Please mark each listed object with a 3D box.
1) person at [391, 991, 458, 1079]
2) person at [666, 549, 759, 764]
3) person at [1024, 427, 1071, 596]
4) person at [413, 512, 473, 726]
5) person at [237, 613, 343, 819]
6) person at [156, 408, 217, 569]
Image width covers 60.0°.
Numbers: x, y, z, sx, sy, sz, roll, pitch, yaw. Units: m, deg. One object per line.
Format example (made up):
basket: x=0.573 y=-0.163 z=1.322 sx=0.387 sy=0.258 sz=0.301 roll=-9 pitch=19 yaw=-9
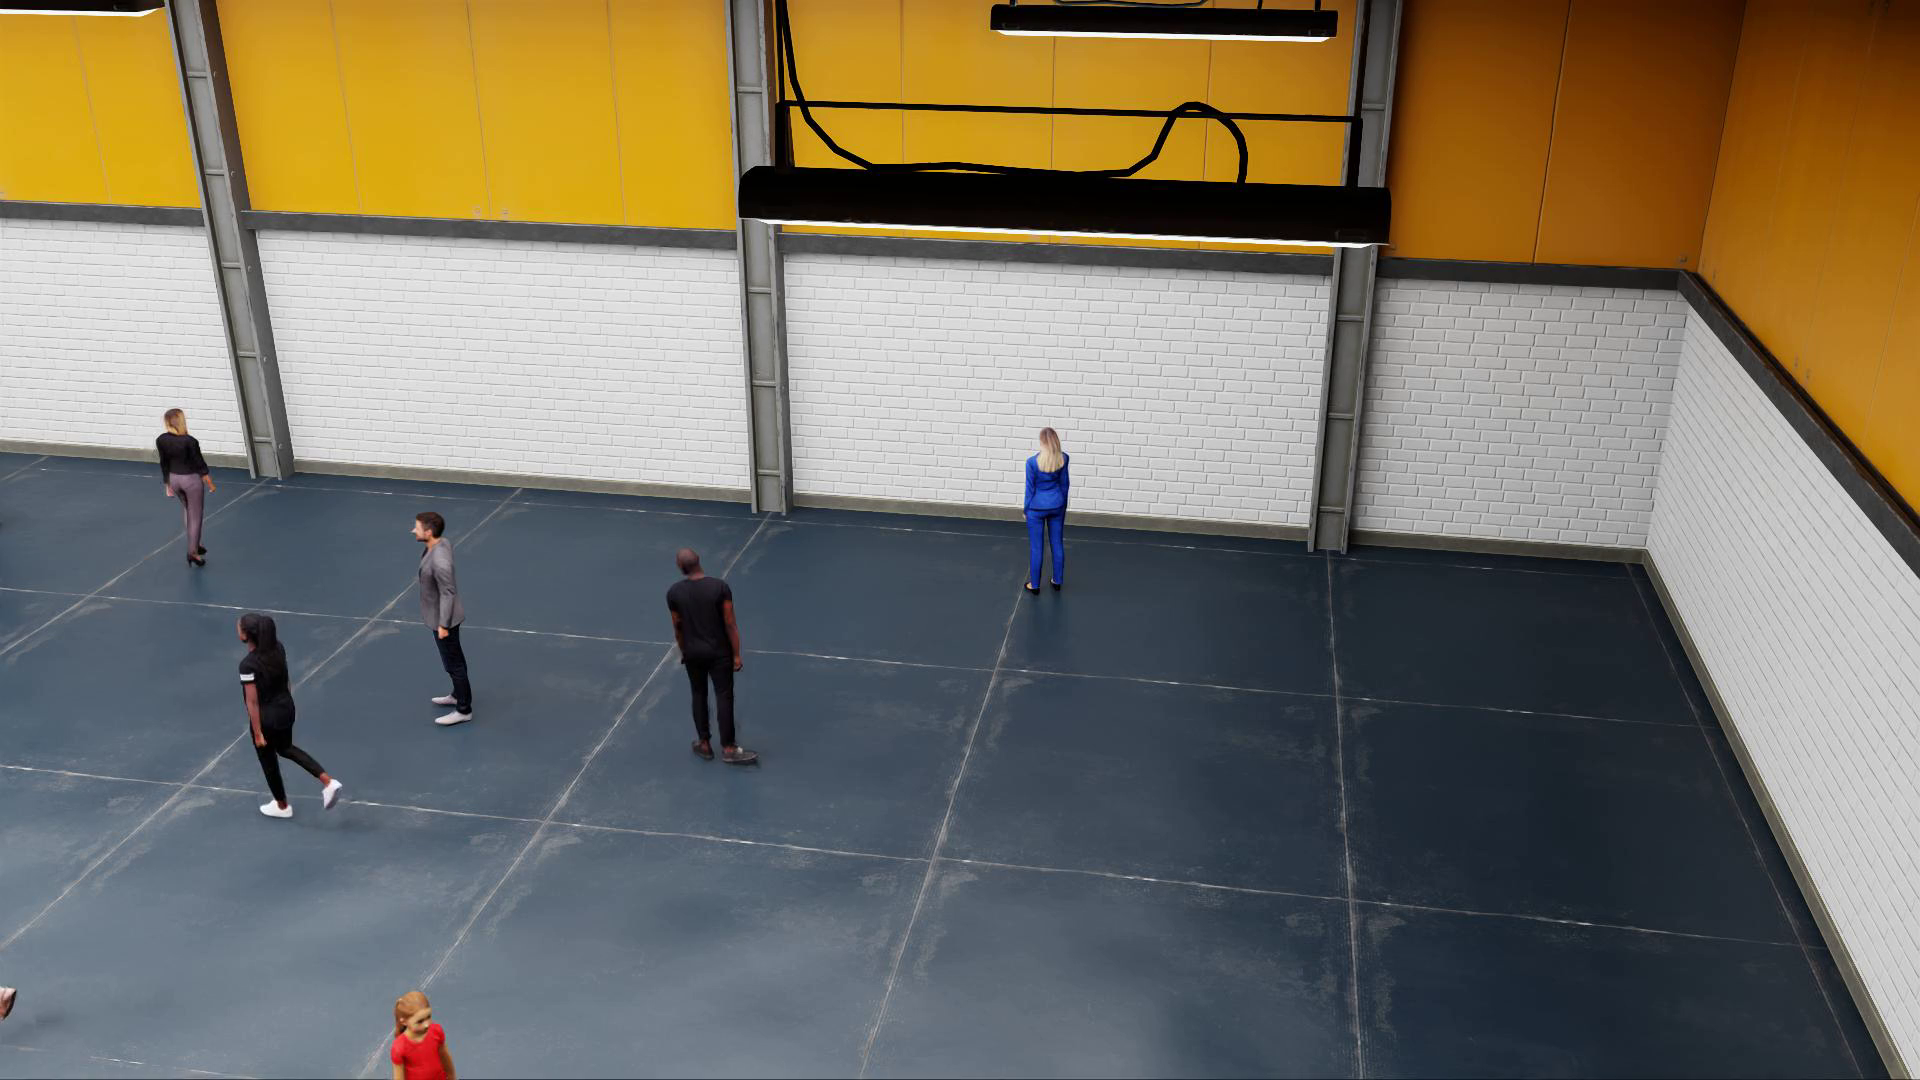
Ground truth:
person: x=-2.960 y=2.997 z=9.085 sx=0.653 sy=1.302 sz=0.599 roll=21 pitch=31 yaw=39
person: x=-1.960 y=0.937 z=13.185 sx=0.477 sy=1.791 sz=0.894 roll=8 pitch=25 yaw=17
person: x=0.839 y=-0.289 z=16.105 sx=0.654 sy=1.701 sz=0.763 roll=-8 pitch=25 yaw=-18
person: x=-4.279 y=0.621 z=13.805 sx=0.771 sy=1.874 sz=0.778 roll=-7 pitch=25 yaw=-16
person: x=-5.029 y=1.342 z=12.356 sx=0.944 sy=1.713 sz=0.654 roll=6 pitch=24 yaw=14
person: x=-7.766 y=-0.486 z=16.607 sx=0.552 sy=1.659 sz=0.665 roll=6 pitch=24 yaw=13
